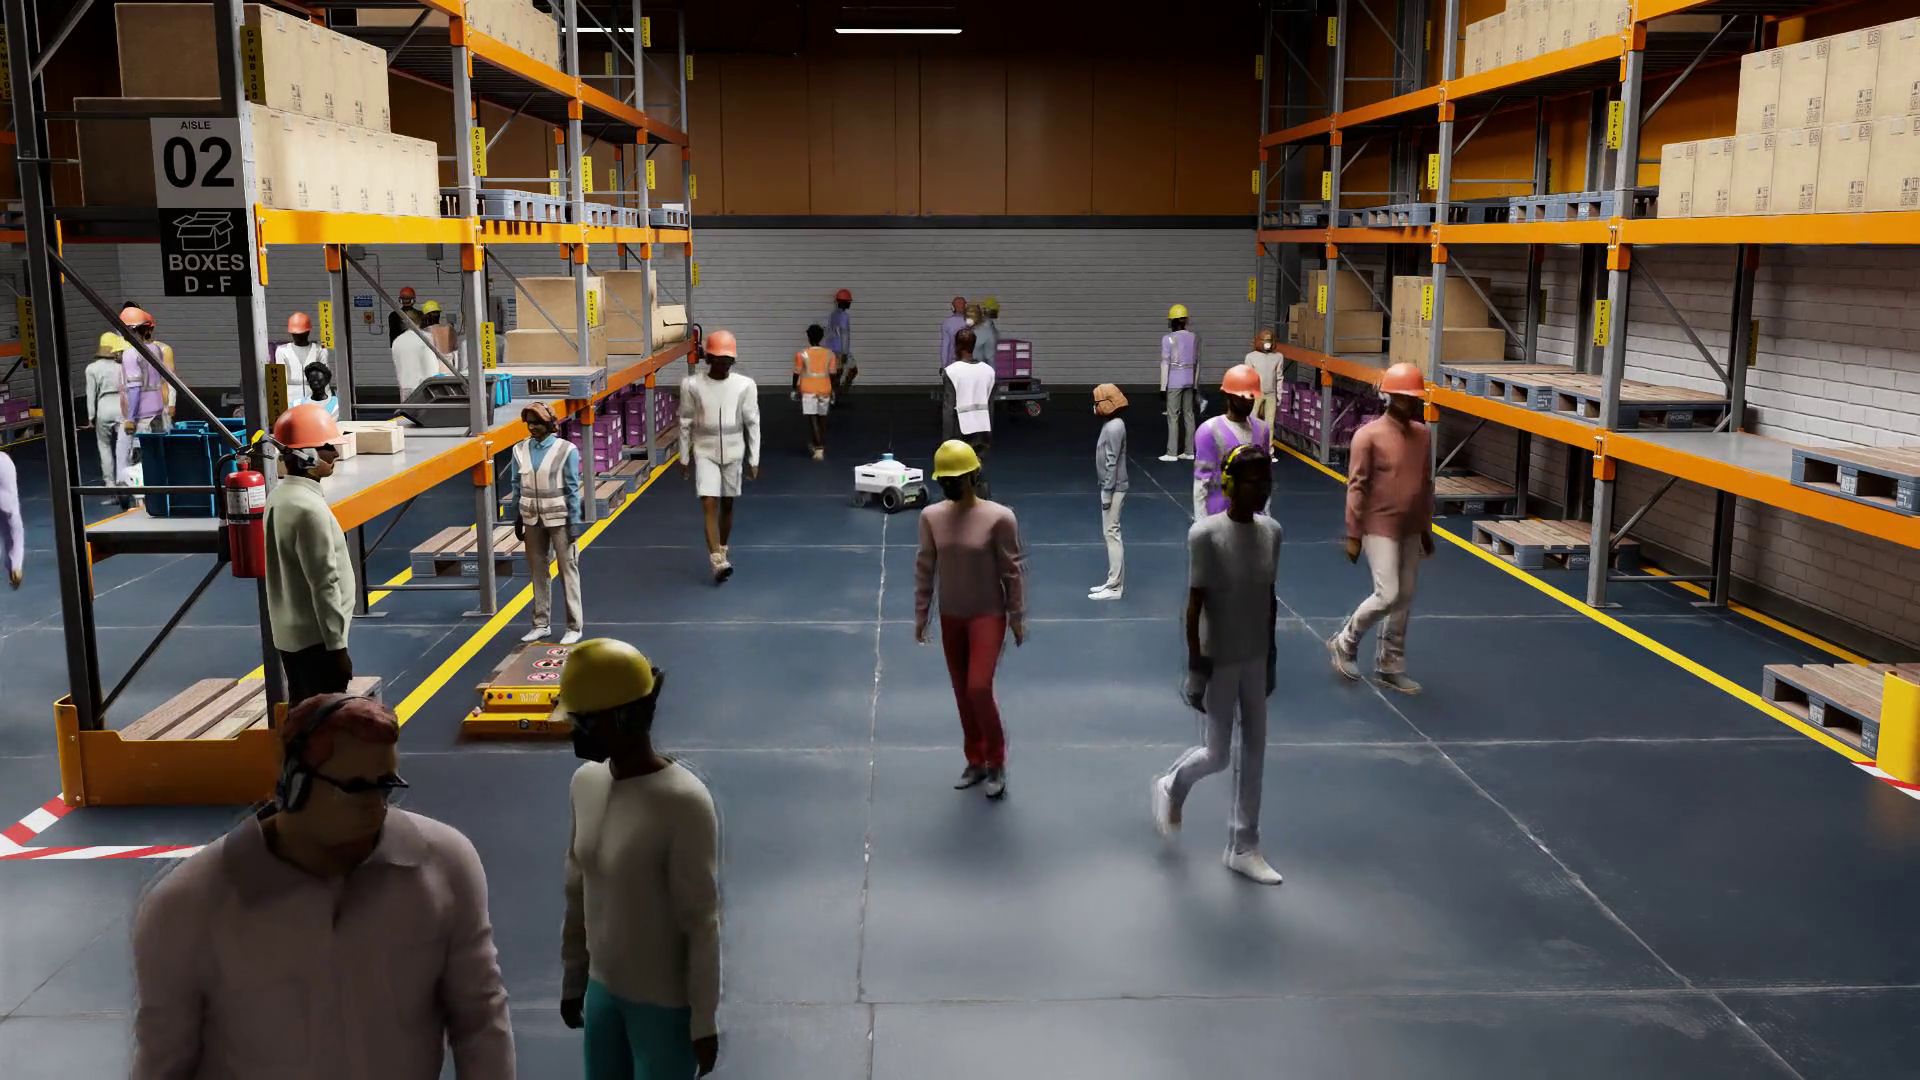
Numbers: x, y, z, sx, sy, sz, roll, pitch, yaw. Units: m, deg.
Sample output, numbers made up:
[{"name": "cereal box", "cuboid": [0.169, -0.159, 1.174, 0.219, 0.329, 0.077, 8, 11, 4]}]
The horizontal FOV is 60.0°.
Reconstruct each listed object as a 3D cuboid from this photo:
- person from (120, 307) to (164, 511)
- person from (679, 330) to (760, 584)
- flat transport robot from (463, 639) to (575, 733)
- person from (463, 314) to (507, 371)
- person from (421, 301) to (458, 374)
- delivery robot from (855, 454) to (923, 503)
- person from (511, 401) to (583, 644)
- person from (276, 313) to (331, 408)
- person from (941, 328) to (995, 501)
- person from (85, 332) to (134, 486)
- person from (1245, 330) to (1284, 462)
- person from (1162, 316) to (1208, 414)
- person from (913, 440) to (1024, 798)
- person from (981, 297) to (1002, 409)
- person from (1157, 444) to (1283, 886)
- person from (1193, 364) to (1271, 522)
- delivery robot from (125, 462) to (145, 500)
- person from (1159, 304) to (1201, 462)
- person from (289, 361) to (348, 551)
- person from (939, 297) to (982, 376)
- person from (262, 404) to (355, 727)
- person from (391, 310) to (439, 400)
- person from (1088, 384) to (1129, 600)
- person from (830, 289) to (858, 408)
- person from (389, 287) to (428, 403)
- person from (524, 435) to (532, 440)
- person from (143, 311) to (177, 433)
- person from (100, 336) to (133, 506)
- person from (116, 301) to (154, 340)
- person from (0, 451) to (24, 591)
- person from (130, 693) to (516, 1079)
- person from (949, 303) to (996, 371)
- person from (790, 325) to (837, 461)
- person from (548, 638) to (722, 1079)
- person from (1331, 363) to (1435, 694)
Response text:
[{"name": "person", "cuboid": [-8.051, -1.261, 16.363, 0.373, 2.044, 0.606, 0, 10, -2]}, {"name": "person", "cuboid": [-1.886, -0.656, 13.168, 0.622, 1.983, 1.065, -3, 11, -15]}, {"name": "flat transport robot", "cuboid": [-2.367, 0.828, 9.663, 0.652, 0.197, 1.431, 0, 10, -1]}, {"name": "person", "cuboid": [-6.027, -2.026, 21.254, 0.609, 1.814, 0.434, -4, 11, -19]}, {"name": "person", "cuboid": [-6.812, -2.152, 21.681, 0.382, 1.917, 0.585, 7, 12, 34]}, {"name": "delivery robot", "cuboid": [-0.718, -0.624, 16.703, 0.707, 0.478, 0.477, 8, 13, 39]}, {"name": "person", "cuboid": [-2.752, -0.109, 11.094, 0.512, 1.634, 0.312, 3, 11, 17]}, {"name": "person", "cuboid": [-7.042, -1.476, 17.890, 0.545, 1.927, 0.385, -4, 11, -20]}, {"name": "person", "cuboid": [0.086, -0.954, 15.054, 0.597, 1.908, 0.409, -9, 14, -41]}, {"name": "person", "cuboid": [-9.004, -1.341, 17.705, 0.498, 1.723, 0.647, -5, 11, -27]}, {"name": "person", "cuboid": [3.689, -1.745, 20.238, 0.492, 1.625, 0.284, -2, 10, -9]}, {"name": "person", "cuboid": [3.487, -2.703, 25.638, 0.700, 1.596, 0.516, 5, 11, 24]}, {"name": "person", "cuboid": [0.036, 0.381, 8.056, 0.533, 1.745, 0.497, 6, 12, 30]}, {"name": "person", "cuboid": [0.432, -2.999, 26.759, 0.472, 1.799, 0.624, -1, 10, -4]}, {"name": "person", "cuboid": [1.133, 0.503, 7.059, 0.529, 1.859, 0.613, -6, 12, -29]}, {"name": "person", "cuboid": [1.734, -0.145, 10.486, 0.561, 1.927, 0.379, -6, 12, -29]}, {"name": "delivery robot", "cuboid": [-8.098, -0.604, 16.590, 0.477, 0.478, 0.707, -7, 12, -33]}, {"name": "person", "cuboid": [2.678, -1.918, 20.378, 0.588, 1.918, 0.397, -6, 12, -31]}, {"name": "person", "cuboid": [-5.302, -0.636, 13.838, 0.538, 1.700, 0.317, -1, 10, -6]}, {"name": "person", "cuboid": [-0.001, -2.515, 23.754, 0.639, 1.902, 0.406, -4, 11, -23]}, {"name": "person", "cuboid": [-2.783, 0.409, 7.194, 0.375, 1.995, 0.609, -8, 13, -38]}, {"name": "person", "cuboid": [-6.262, -1.706, 19.301, 0.761, 1.899, 0.372, 6, 12, 30]}, {"name": "person", "cuboid": [1.122, -0.367, 12.558, 0.299, 1.623, 0.503, 1, 10, 3]}, {"name": "person", "cuboid": [-1.880, -3.080, 26.834, 0.504, 1.917, 0.564, -4, 11, -23]}, {"name": "person", "cuboid": [-8.431, -2.886, 25.547, 0.608, 1.996, 0.375, 0, 10, -1]}, {"name": "person", "cuboid": [-5.387, -2.035, 21.272, 0.625, 1.836, 0.428, -6, 12, -31]}, {"name": "person", "cuboid": [-8.798, -1.513, 18.066, 0.552, 1.935, 0.374, 1, 10, 5]}, {"name": "person", "cuboid": [-8.474, -1.241, 17.154, 0.530, 1.717, 0.873, 5, 11, 27]}, {"name": "person", "cuboid": [-11.422, -2.378, 23.086, 0.528, 1.865, 0.313, -1, 10, -7]}, {"name": "person", "cuboid": [-5.473, 0.135, 9.058, 0.640, 1.881, 1.045, -3, 11, -15]}, {"name": "person", "cuboid": [-1.146, 1.209, 3.125, 0.654, 1.856, 0.958, -8, 13, -39]}, {"name": "person", "cuboid": [0.182, -2.013, 20.906, 0.640, 1.918, 0.622, 6, 12, 30]}, {"name": "person", "cuboid": [-1.821, -1.831, 20.598, 0.544, 1.644, 0.861, -5, 11, -25]}, {"name": "person", "cuboid": [-0.782, 1.095, 4.029, 0.558, 1.744, 0.508, 9, 14, 42]}, {"name": "person", "cuboid": [2.567, -0.067, 9.900, 0.617, 1.982, 0.466, -7, 12, -34]}]
